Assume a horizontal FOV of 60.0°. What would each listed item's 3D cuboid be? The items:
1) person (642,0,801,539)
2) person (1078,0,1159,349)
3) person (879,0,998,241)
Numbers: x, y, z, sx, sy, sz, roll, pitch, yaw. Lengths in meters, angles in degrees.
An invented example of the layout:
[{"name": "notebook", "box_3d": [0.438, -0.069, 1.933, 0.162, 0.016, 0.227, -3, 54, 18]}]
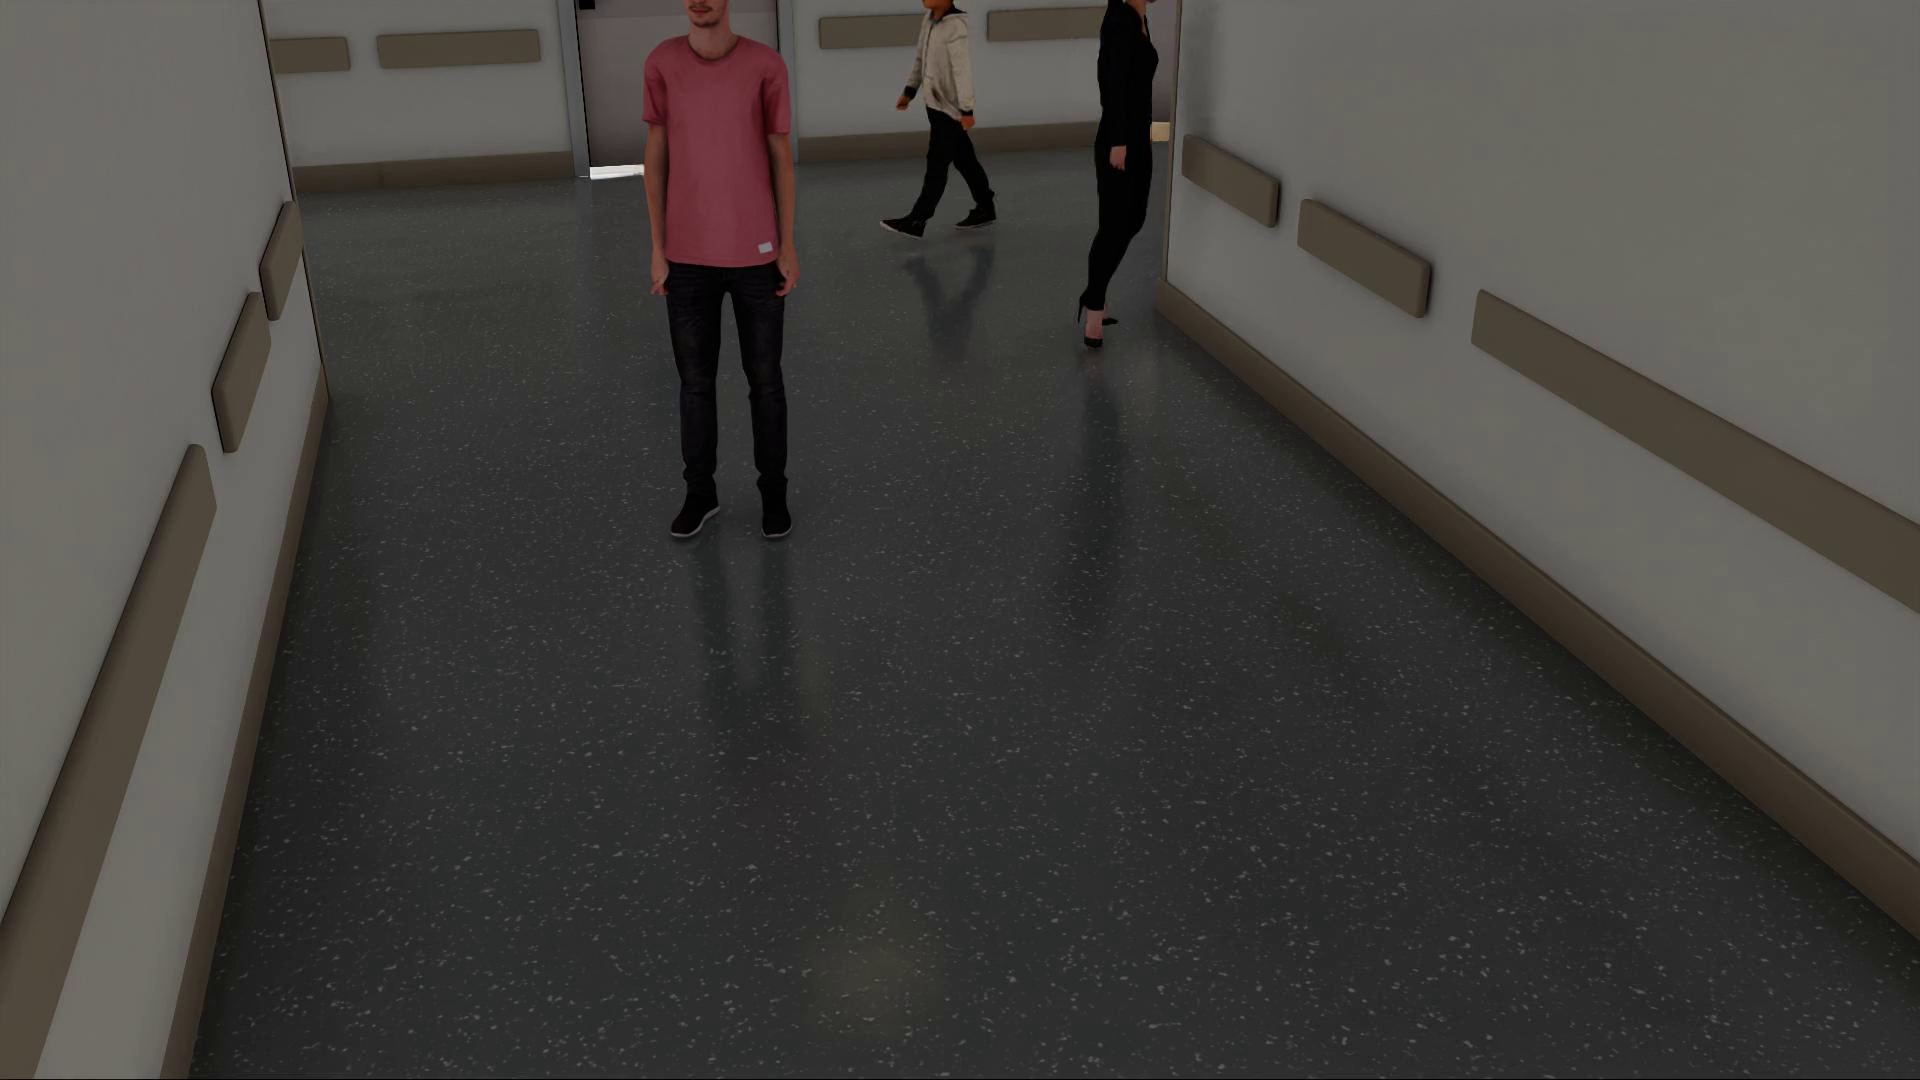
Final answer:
[{"name": "person", "box_3d": [-0.764, -0.950, 5.429, 0.569, 1.959, 0.749, 0, 26, 0]}, {"name": "person", "box_3d": [0.685, -1.703, 7.298, 0.799, 1.692, 0.779, 17, 31, 32]}, {"name": "person", "box_3d": [0.005, -2.320, 8.887, 0.933, 1.424, 0.618, -8, 27, -16]}]
